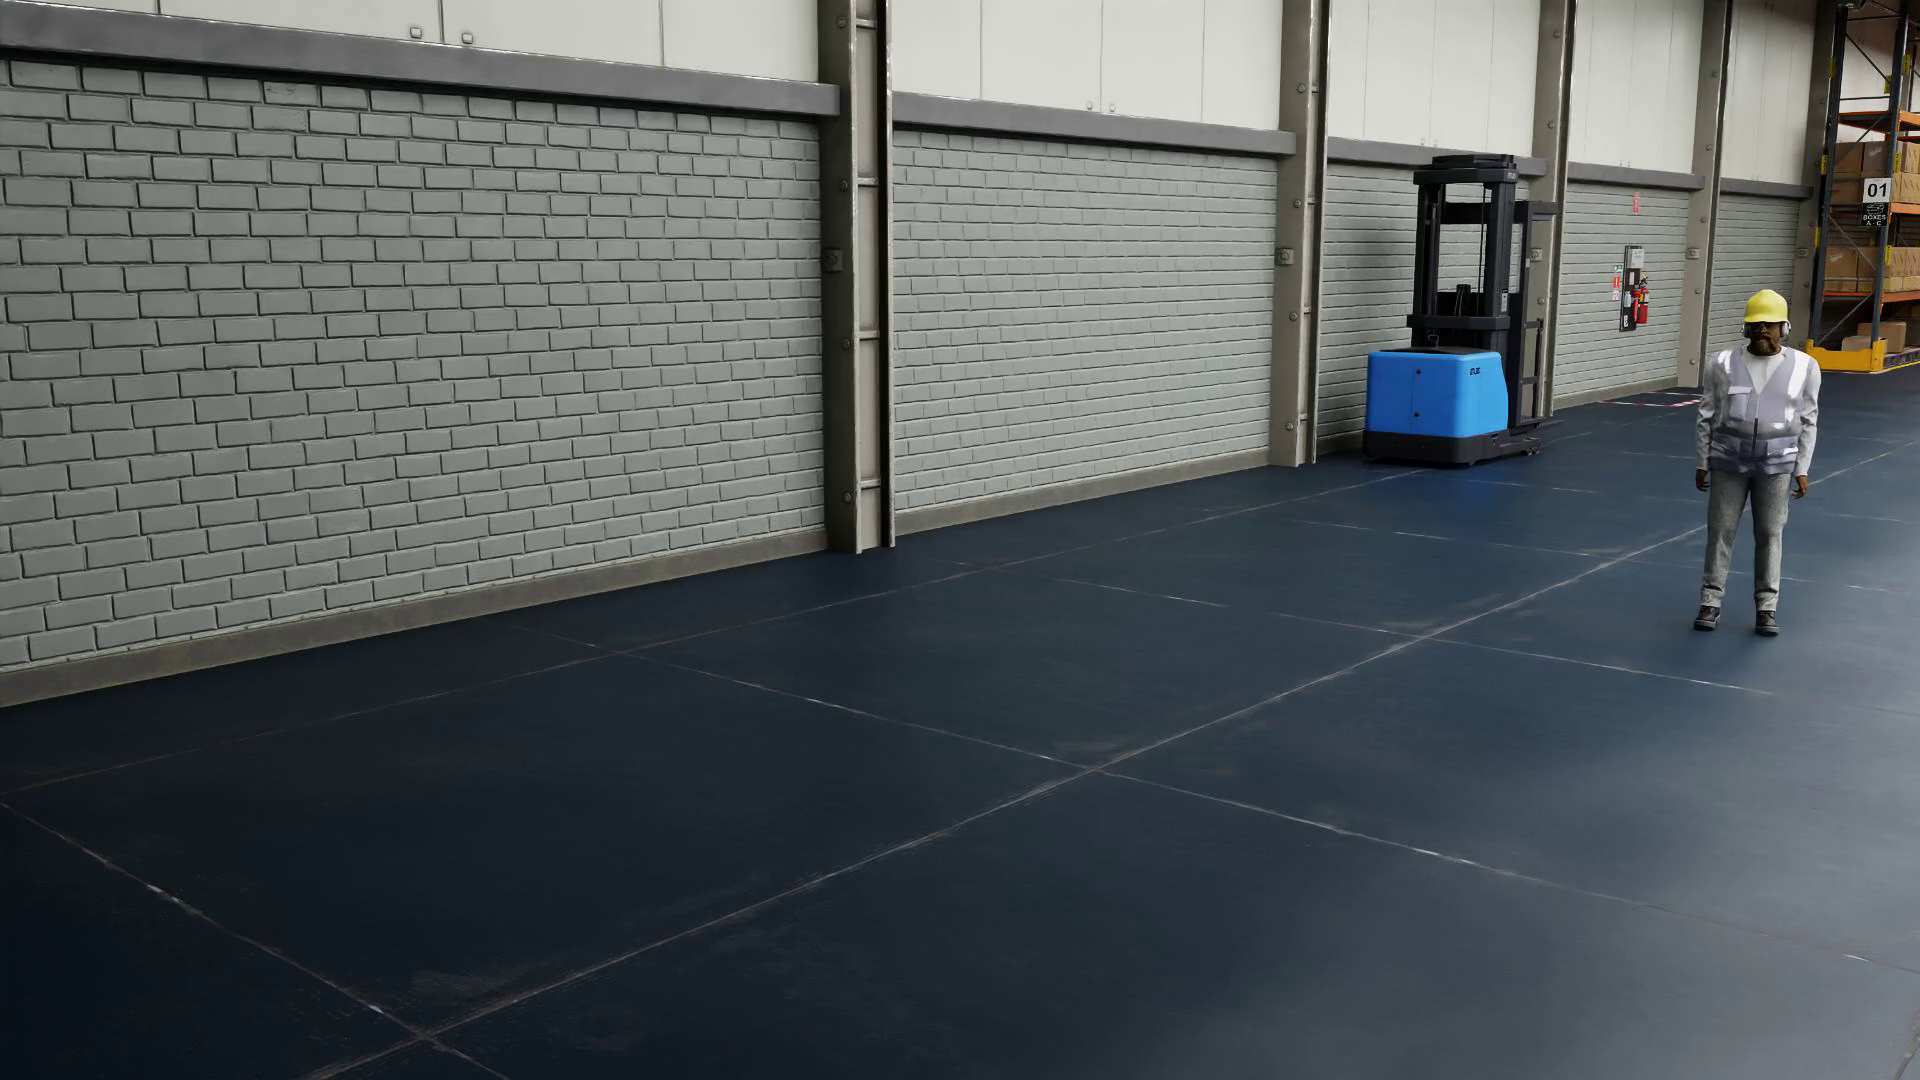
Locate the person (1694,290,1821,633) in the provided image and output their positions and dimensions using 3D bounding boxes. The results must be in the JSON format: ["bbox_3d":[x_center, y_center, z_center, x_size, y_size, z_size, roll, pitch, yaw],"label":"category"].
[{"bbox_3d":[4.261,-0.420,8.940,0.589,1.833,0.404,5,11,25],"label":"person"}]

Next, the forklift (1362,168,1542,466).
[{"bbox_3d":[4.875,-2.212,16.287,1.129,2.768,1.873,8,13,40],"label":"forklift"}]
